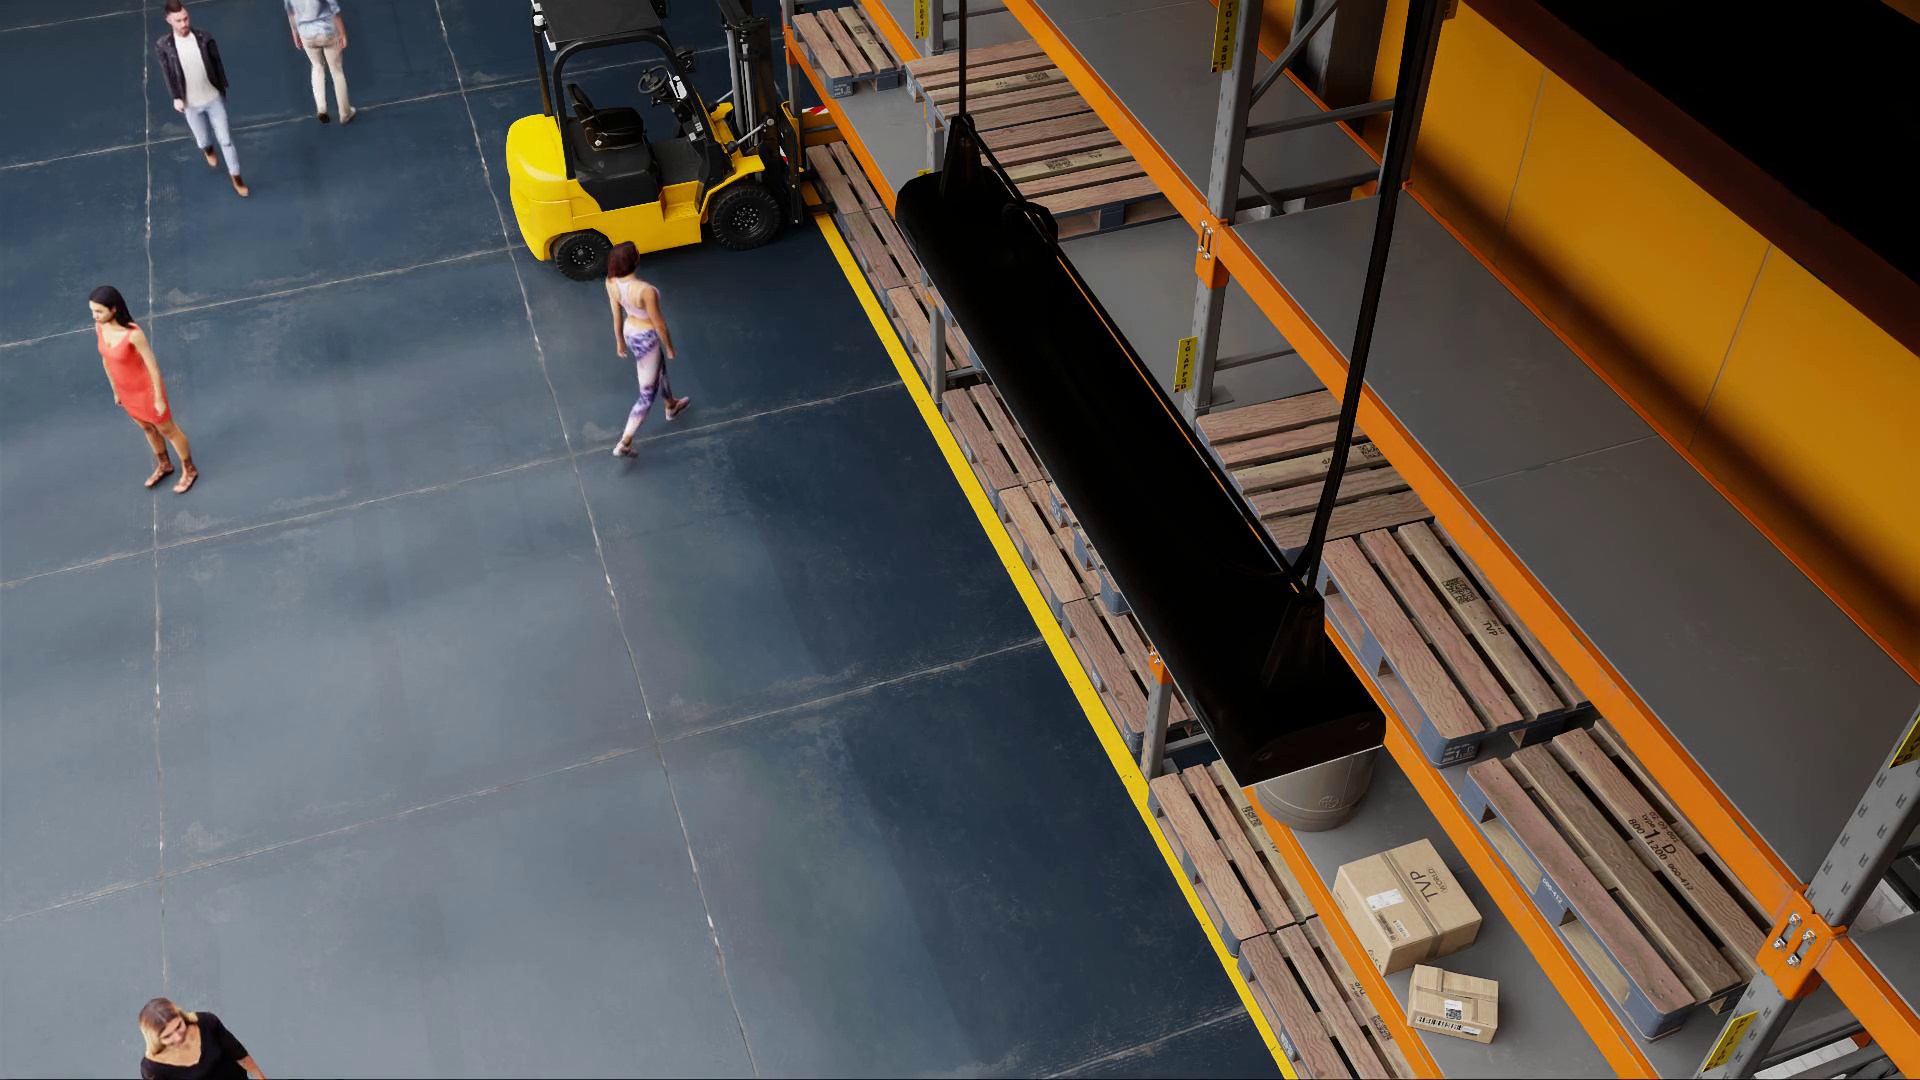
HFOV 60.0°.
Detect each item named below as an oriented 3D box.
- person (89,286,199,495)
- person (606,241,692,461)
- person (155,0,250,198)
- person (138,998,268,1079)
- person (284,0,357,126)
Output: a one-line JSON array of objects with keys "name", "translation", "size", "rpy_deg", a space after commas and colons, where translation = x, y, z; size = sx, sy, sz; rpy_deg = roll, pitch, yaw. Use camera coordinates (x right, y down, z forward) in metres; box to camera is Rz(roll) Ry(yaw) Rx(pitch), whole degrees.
[{"name": "person", "translation": [-5.862, -1.084, 11.910], "size": [0.676, 1.718, 0.717], "rpy_deg": [14, 45, 14]}, {"name": "person", "translation": [-2.358, -1.371, 12.202], "size": [1.169, 1.730, 1.137], "rpy_deg": [24, 48, 23]}, {"name": "person", "translation": [-6.804, -3.972, 14.870], "size": [0.781, 1.816, 0.996], "rpy_deg": [-23, 48, -23]}, {"name": "person", "translation": [-3.636, 2.650, 8.048], "size": [1.076, 1.638, 0.983], "rpy_deg": [20, 47, 20]}, {"name": "person", "translation": [-6.058, -4.708, 15.627], "size": [0.812, 1.839, 0.894], "rpy_deg": [1, 44, 1]}]
